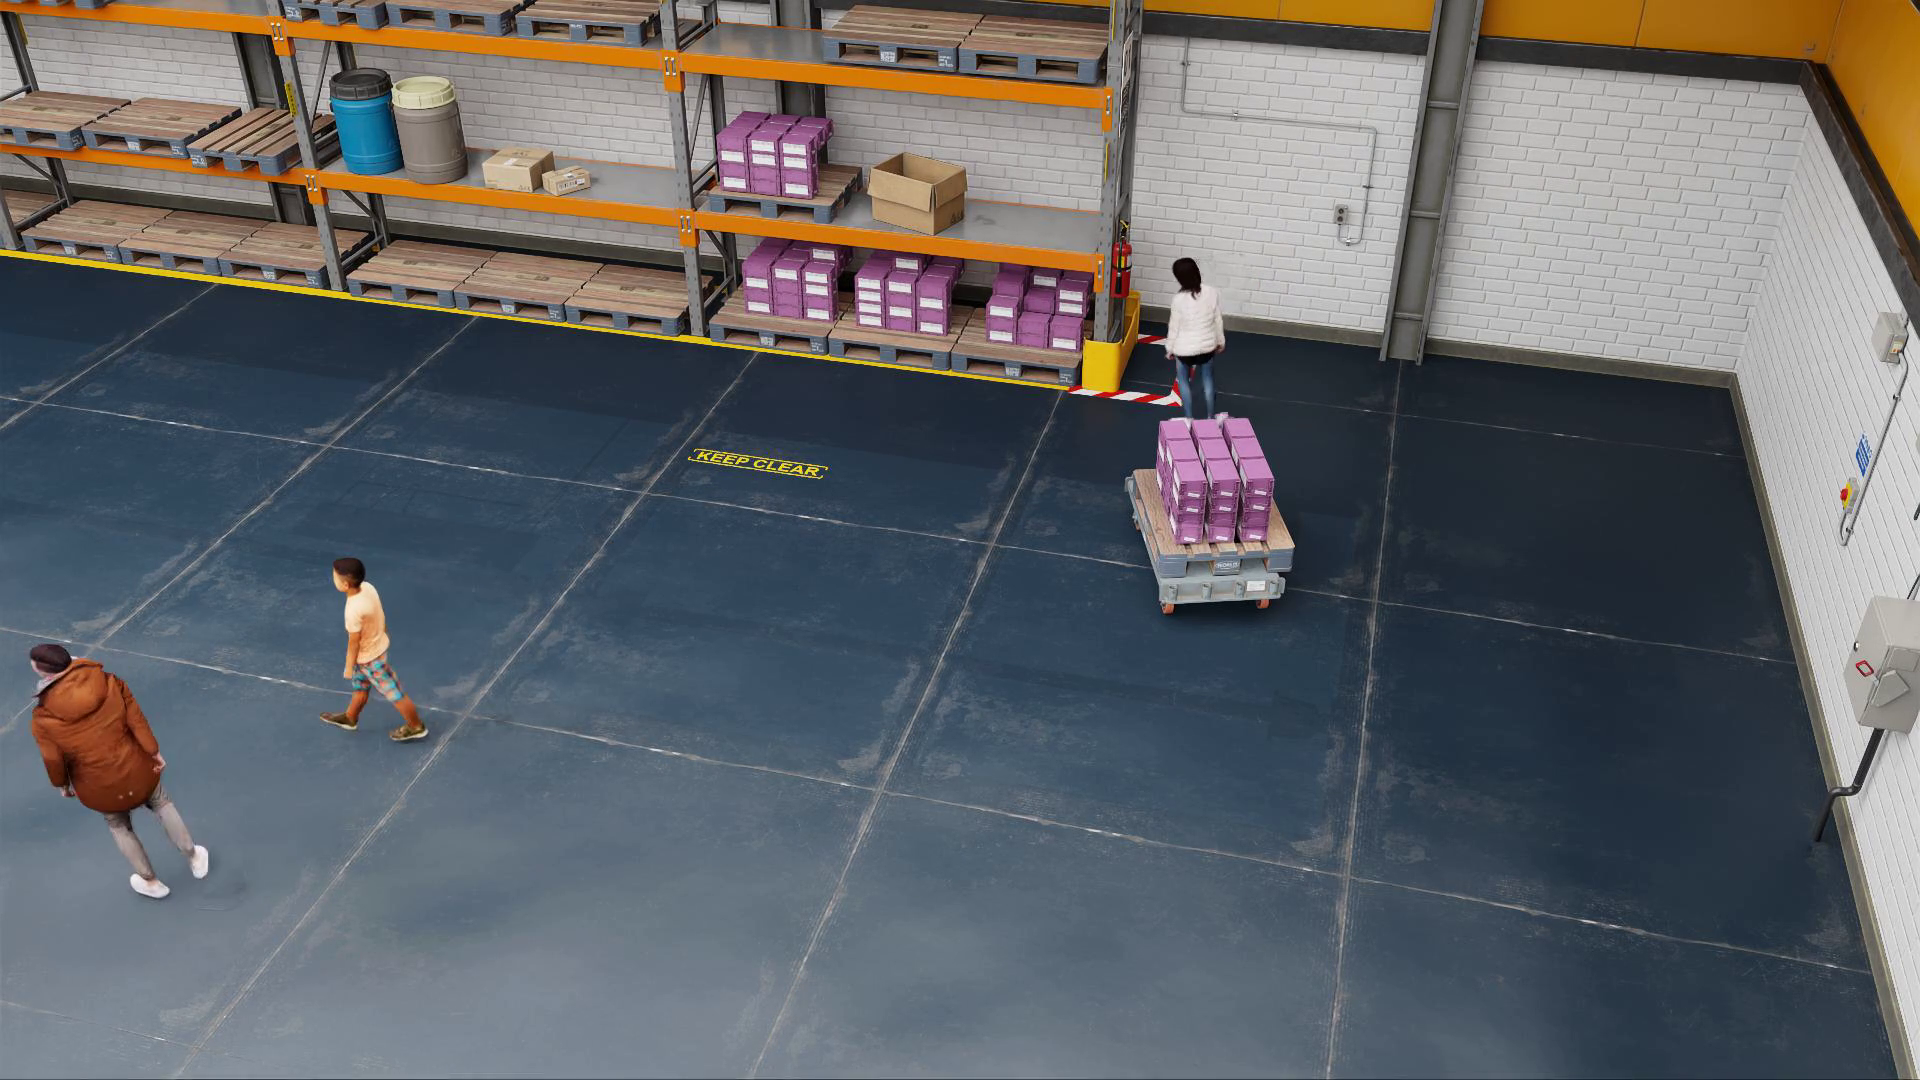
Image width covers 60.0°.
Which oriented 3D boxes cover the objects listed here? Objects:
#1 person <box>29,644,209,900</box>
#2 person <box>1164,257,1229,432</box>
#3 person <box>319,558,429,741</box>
[{"bbox_3d":[-4.861,1.365,9.642,0.918,1.797,0.916,-17,37,-24],"label":"person"},{"bbox_3d":[2.083,-1.676,14.387,0.776,1.609,0.912,-4,34,-6],"label":"person"},{"bbox_3d":[-3.785,0.740,10.910,1.007,1.433,0.761,-3,34,-4],"label":"person"}]
